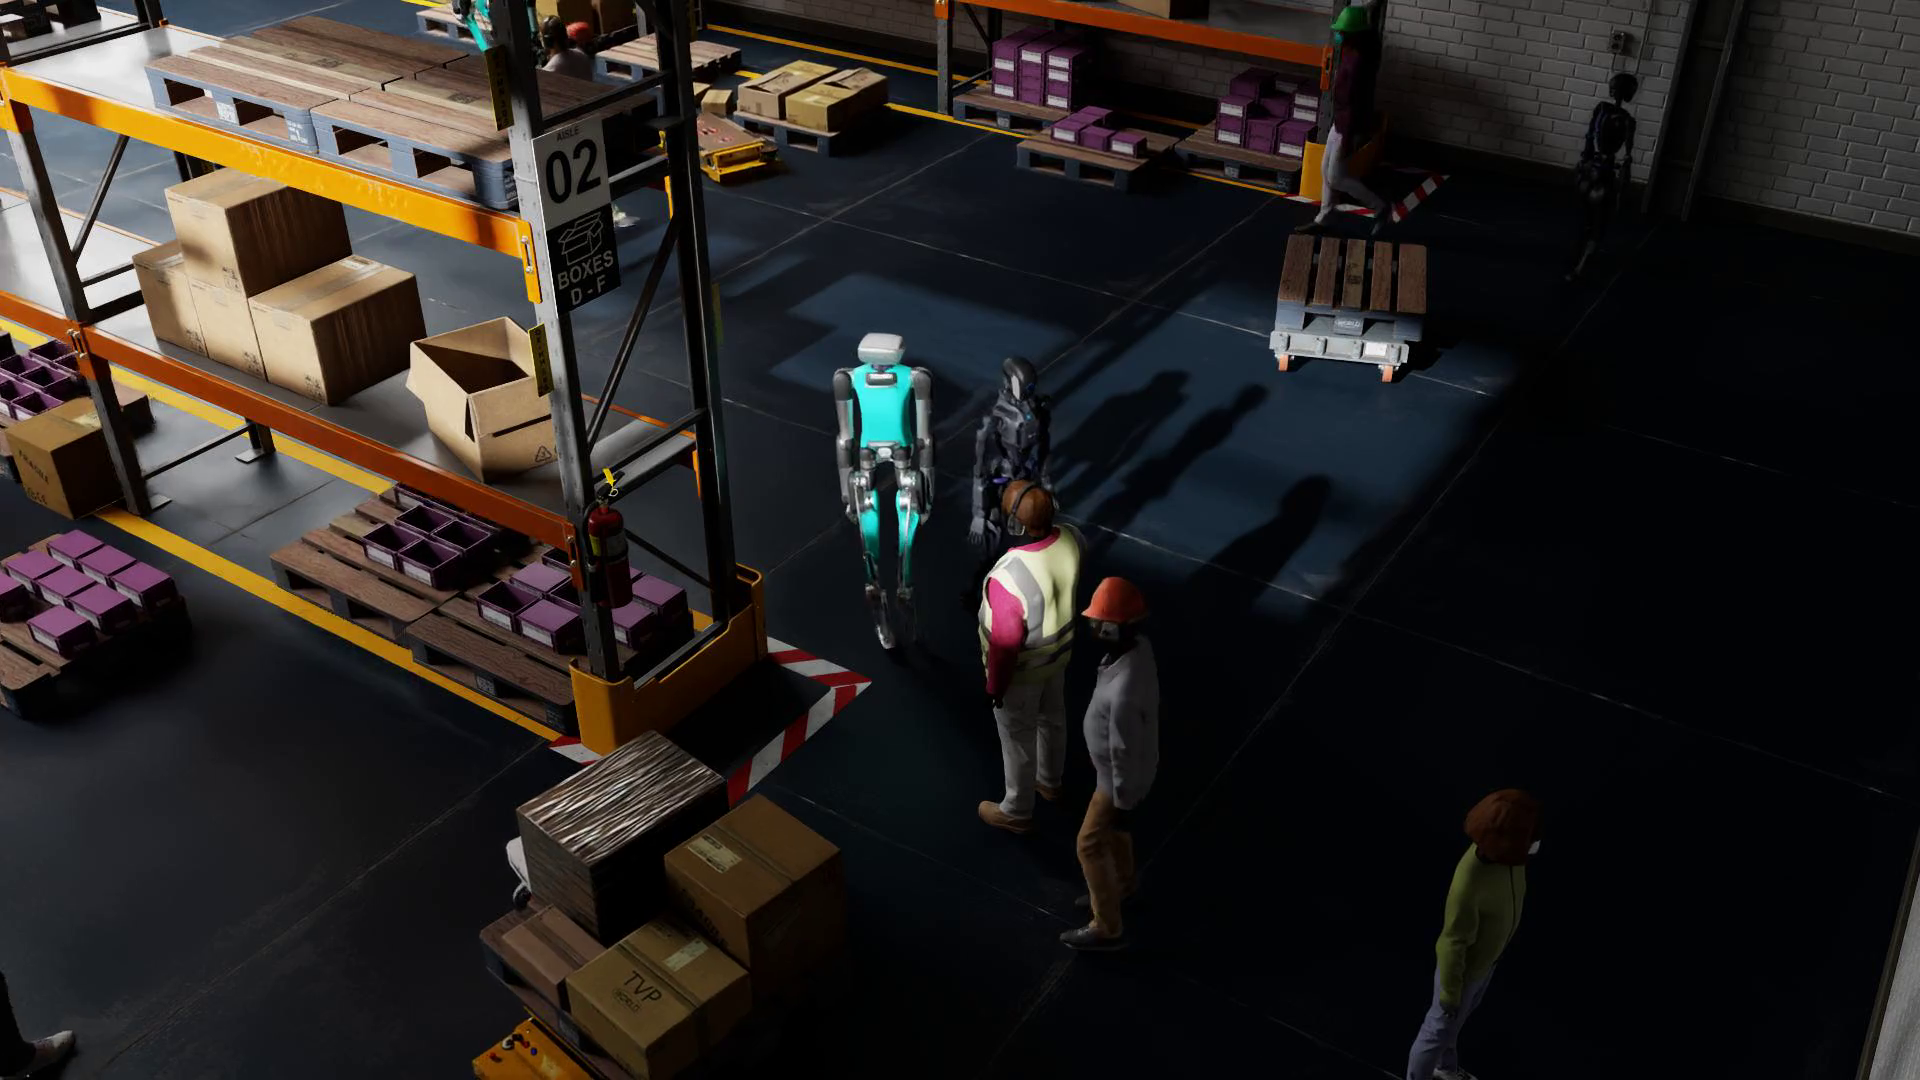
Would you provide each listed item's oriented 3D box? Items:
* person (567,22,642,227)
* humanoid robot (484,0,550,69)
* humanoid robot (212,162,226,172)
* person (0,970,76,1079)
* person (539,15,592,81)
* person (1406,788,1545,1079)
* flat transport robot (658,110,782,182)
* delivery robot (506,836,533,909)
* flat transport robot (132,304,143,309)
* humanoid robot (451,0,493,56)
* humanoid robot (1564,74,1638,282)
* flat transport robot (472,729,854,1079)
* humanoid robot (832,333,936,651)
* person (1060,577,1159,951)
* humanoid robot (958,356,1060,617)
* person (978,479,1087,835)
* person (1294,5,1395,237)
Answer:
[{"bbox_3d":[-3.159,-3.430,13.838,0.805,1.689,0.629,-2,33,-3],"label":"person"},{"bbox_3d":[-3.769,-4.116,14.886,0.681,1.834,0.539,21,39,29],"label":"humanoid robot"},{"bbox_3d":[-4.815,-2.166,11.897,0.878,1.776,0.542,9,34,13],"label":"humanoid robot"},{"bbox_3d":[-3.928,1.449,6.227,0.536,1.823,0.604,25,41,33],"label":"person"},{"bbox_3d":[-3.095,-3.201,13.264,0.351,1.936,0.634,10,34,15],"label":"person"},{"bbox_3d":[1.919,1.564,6.214,0.275,1.632,0.507,24,40,32],"label":"person"},{"bbox_3d":[-2.309,-3.695,15.553,0.659,0.231,1.431,-21,39,-29],"label":"flat transport robot"},{"bbox_3d":[-1.621,1.407,7.464,0.816,0.612,0.499,-23,39,-31],"label":"delivery robot"},{"bbox_3d":[-5.687,-1.738,12.544,1.431,0.231,0.659,20,38,28],"label":"flat transport robot"},{"bbox_3d":[-4.819,-5.361,16.854,0.770,1.870,0.550,19,37,26],"label":"humanoid robot"},{"bbox_3d":[4.996,-2.828,12.952,0.493,1.623,0.591,-8,34,-12],"label":"humanoid robot"},{"bbox_3d":[-1.239,1.921,6.920,0.659,0.231,1.431,27,42,35],"label":"flat transport robot"},{"bbox_3d":[-0.401,-0.129,8.761,0.536,1.808,0.778,2,33,3],"label":"humanoid robot"},{"bbox_3d":[0.637,0.958,7.076,0.412,1.717,0.642,3,33,5],"label":"person"},{"bbox_3d":[0.261,-0.252,9.001,0.609,1.652,0.560,-27,42,-35],"label":"humanoid robot"},{"bbox_3d":[0.299,0.536,7.608,0.429,1.841,0.632,22,39,30],"label":"person"},{"bbox_3d":[3.215,-3.364,13.521,0.703,1.934,0.496,4,33,7],"label":"person"}]
